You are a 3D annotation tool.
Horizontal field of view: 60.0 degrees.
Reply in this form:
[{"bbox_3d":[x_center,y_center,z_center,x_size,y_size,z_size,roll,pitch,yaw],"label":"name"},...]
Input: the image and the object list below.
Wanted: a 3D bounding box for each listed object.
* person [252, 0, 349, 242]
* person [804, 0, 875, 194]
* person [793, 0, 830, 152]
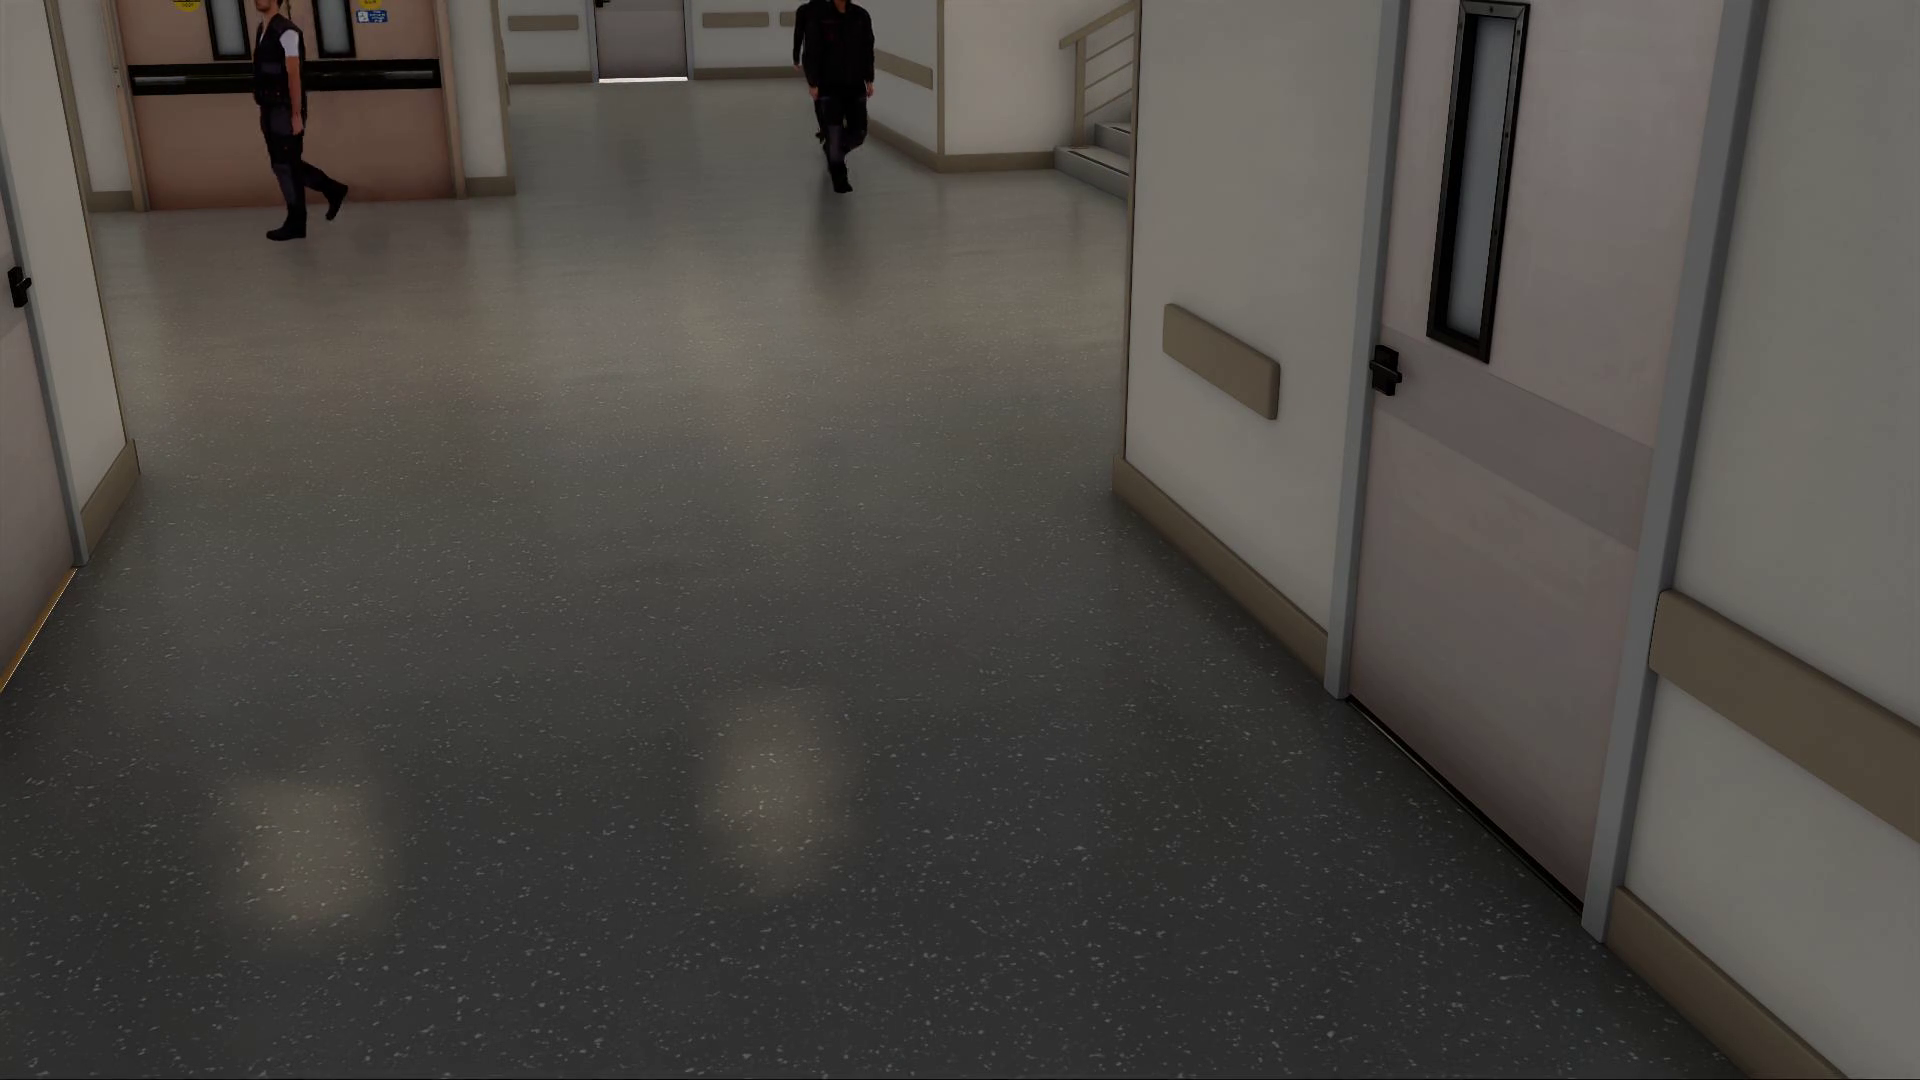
[{"bbox_3d":[-4.776,-3.095,11.964,0.945,1.831,1.075,18,27,39],"label":"person"},{"bbox_3d":[-1.028,-3.891,14.036,0.944,1.850,0.914,-9,22,-22],"label":"person"},{"bbox_3d":[-1.339,-4.612,16.222,0.911,1.652,0.716,-6,22,-16],"label":"person"}]
